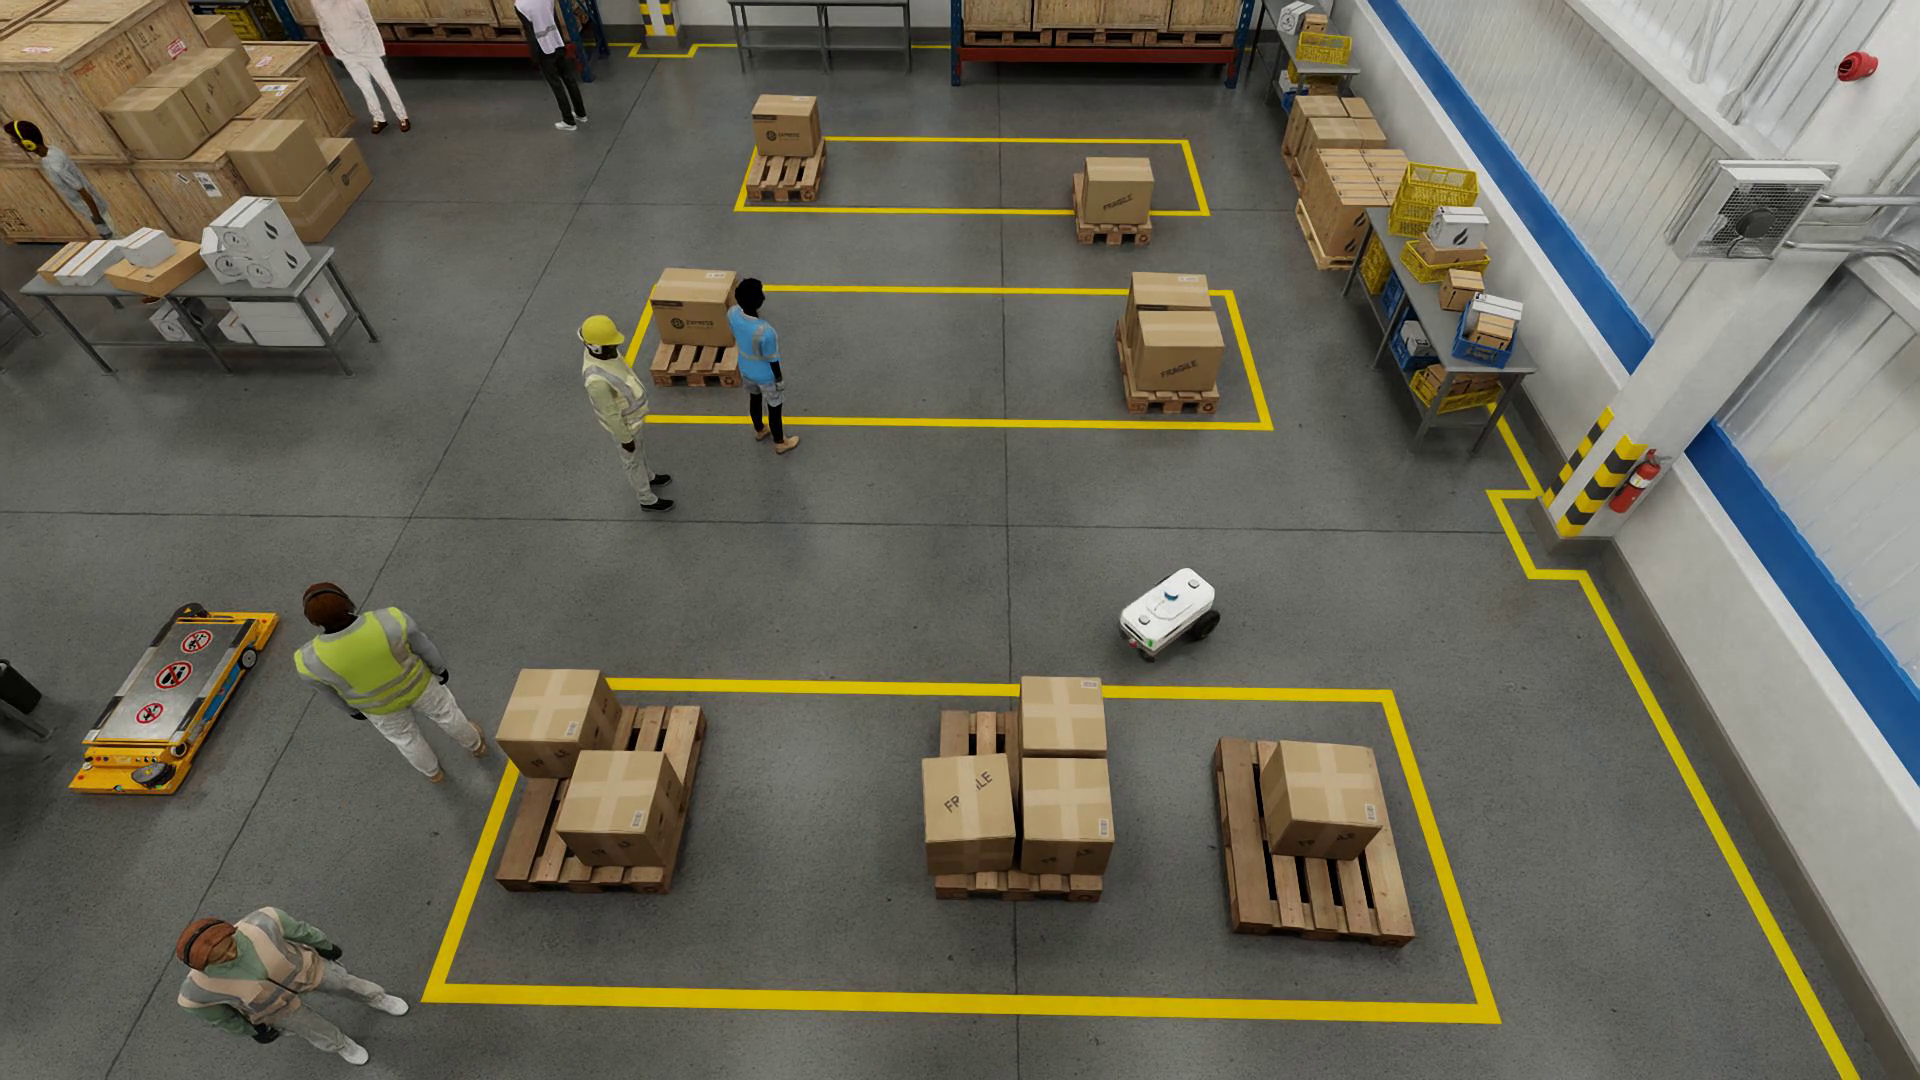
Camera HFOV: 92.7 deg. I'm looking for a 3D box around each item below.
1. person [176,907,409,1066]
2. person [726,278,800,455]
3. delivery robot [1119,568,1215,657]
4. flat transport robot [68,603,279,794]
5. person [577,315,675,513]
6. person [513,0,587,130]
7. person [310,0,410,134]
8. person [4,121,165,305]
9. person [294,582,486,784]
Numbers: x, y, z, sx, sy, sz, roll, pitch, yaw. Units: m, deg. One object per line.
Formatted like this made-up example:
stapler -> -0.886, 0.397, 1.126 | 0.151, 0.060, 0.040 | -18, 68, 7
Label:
person -> -3.344, 2.230, 4.578 | 0.313, 1.633, 0.514 | 19, 52, 16
person -> -1.648, -1.423, 7.631 | 0.531, 1.690, 0.319 | 34, 57, 25
delivery robot -> 1.504, 0.511, 6.672 | 0.707, 0.478, 0.477 | -31, 56, -24
flat transport robot -> -5.504, 1.072, 6.442 | 0.652, 0.197, 1.431 | 1, 50, 1
person -> -2.609, -0.972, 7.162 | 0.403, 1.822, 0.589 | -10, 51, -9
person -> -5.152, -6.147, 11.484 | 0.389, 1.911, 0.590 | 19, 52, 15
person -> -7.497, -6.062, 11.422 | 0.661, 1.902, 0.401 | -6, 50, -5
person -> -8.537, -3.204, 9.024 | 0.329, 1.865, 0.513 | -35, 58, -26
person -> -3.449, 0.885, 5.587 | 0.614, 1.836, 0.429 | -33, 57, -24
